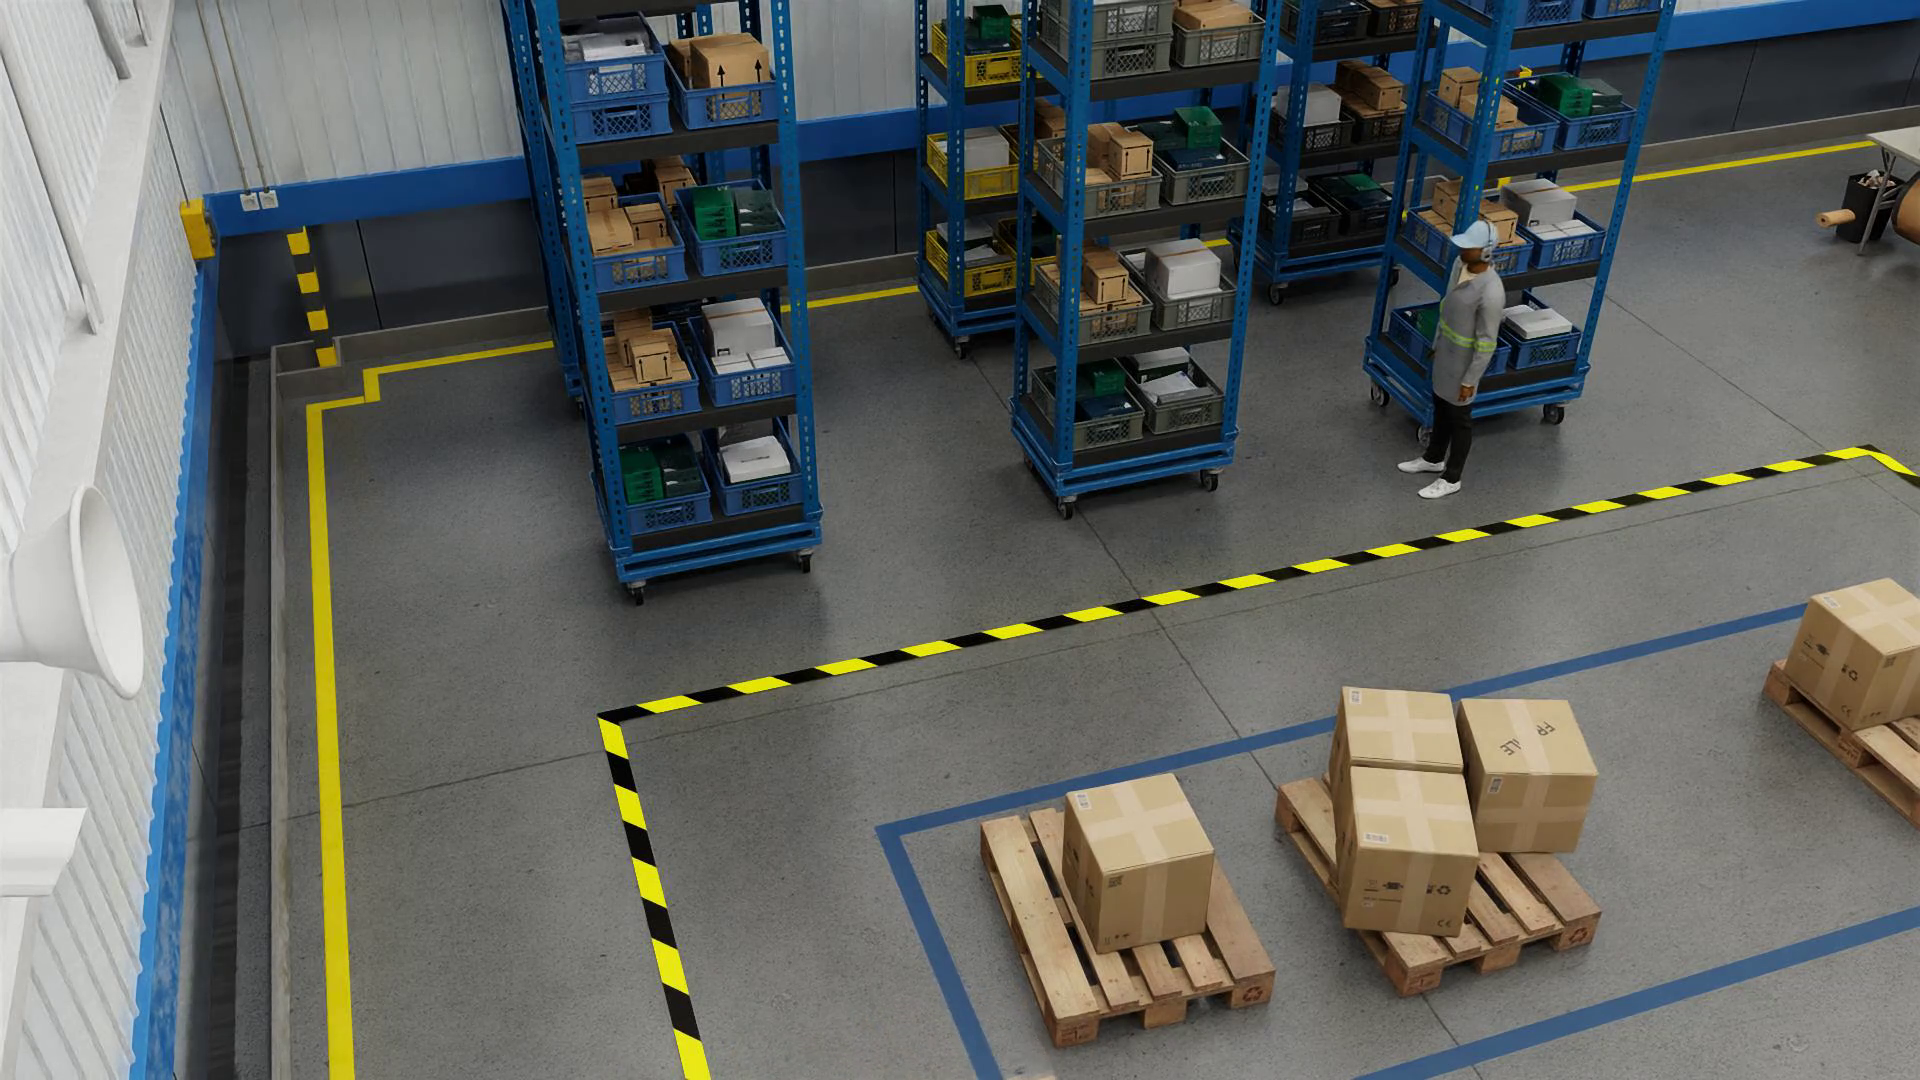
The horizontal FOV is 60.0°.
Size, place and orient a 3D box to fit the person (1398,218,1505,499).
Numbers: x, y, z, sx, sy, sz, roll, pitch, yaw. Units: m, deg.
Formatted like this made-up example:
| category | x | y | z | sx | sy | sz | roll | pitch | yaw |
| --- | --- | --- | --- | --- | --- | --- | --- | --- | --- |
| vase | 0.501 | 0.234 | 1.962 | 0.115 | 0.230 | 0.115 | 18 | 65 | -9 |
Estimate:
| category | x | y | z | sx | sy | sz | roll | pitch | yaw |
| --- | --- | --- | --- | --- | --- | --- | --- | --- | --- |
| person | 3.058 | -1.119 | 10.267 | 0.373 | 1.852 | 0.589 | -6 | 36 | -8 |
